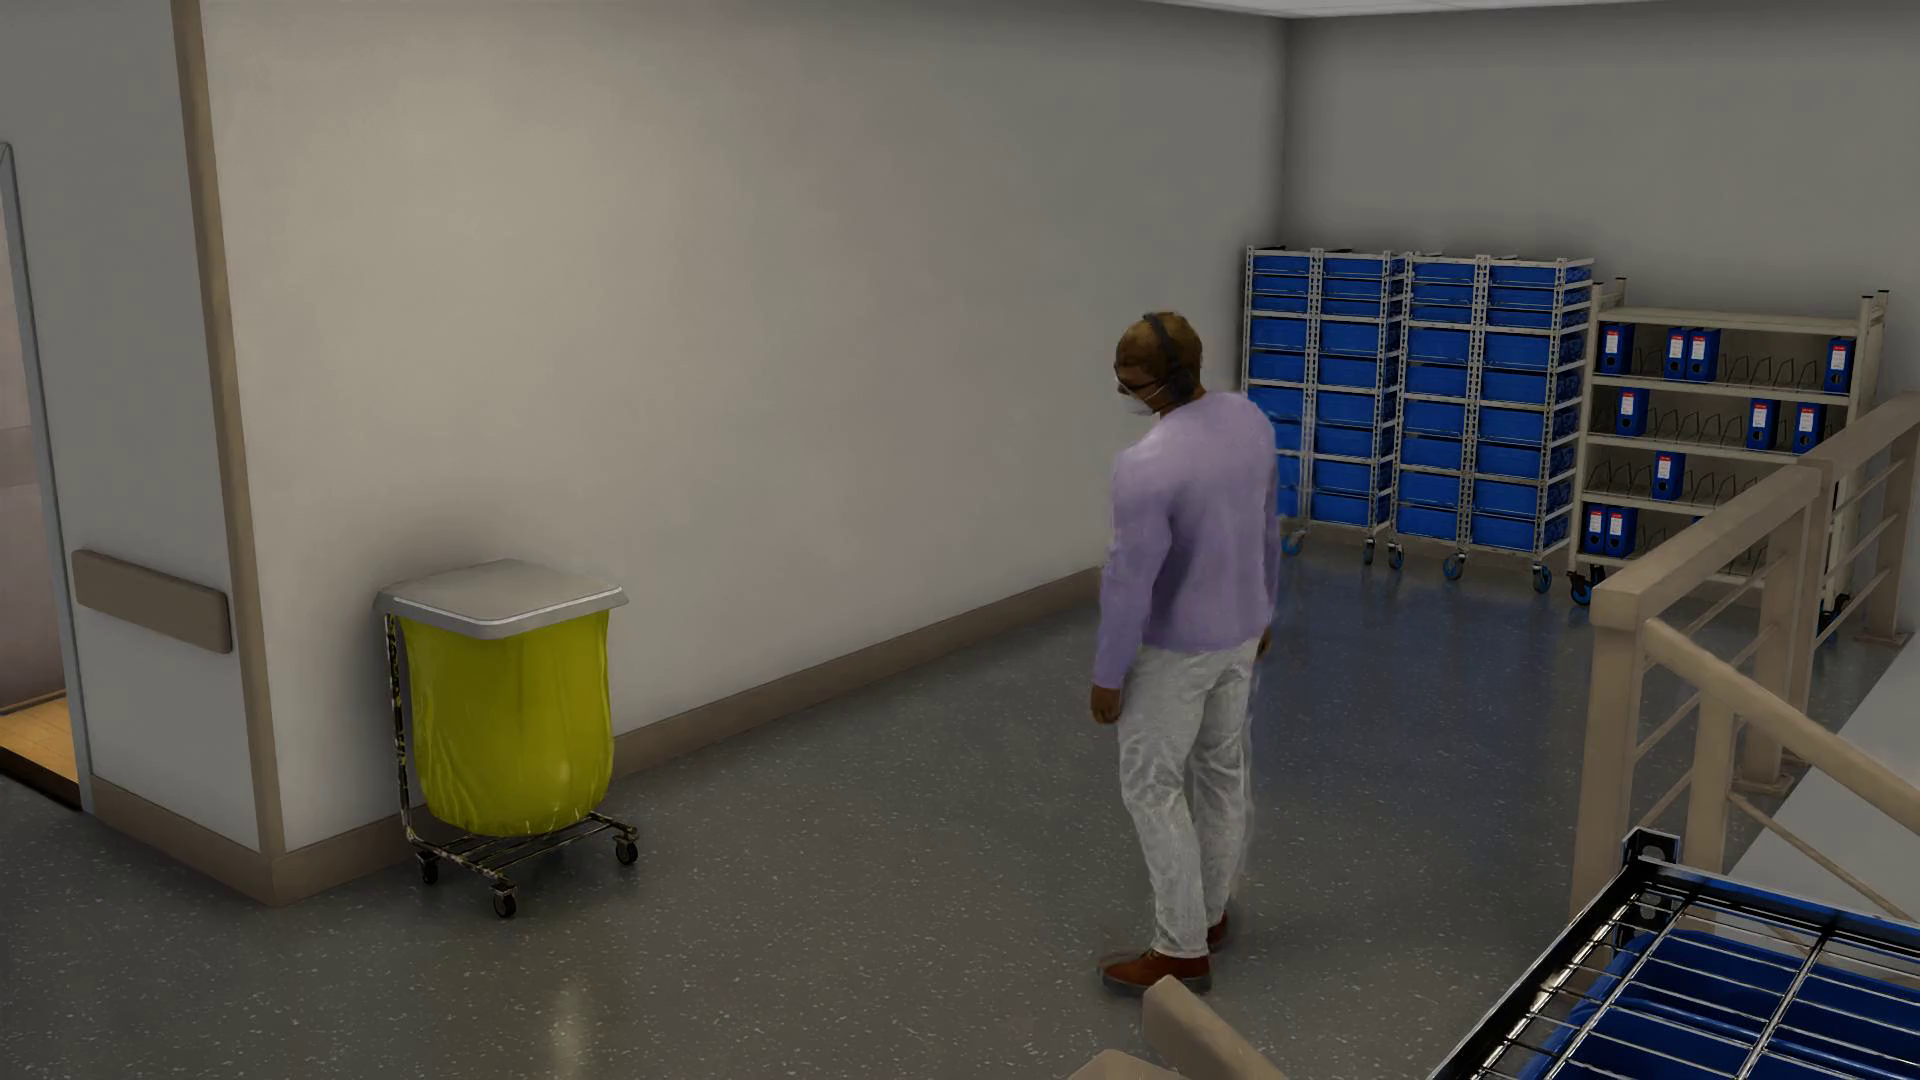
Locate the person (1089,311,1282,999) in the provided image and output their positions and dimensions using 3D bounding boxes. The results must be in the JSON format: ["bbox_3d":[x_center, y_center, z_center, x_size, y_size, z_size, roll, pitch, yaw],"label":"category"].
[{"bbox_3d":[0.658,0.313,4.641,0.711,1.898,0.365,-12,18,-42],"label":"person"}]
